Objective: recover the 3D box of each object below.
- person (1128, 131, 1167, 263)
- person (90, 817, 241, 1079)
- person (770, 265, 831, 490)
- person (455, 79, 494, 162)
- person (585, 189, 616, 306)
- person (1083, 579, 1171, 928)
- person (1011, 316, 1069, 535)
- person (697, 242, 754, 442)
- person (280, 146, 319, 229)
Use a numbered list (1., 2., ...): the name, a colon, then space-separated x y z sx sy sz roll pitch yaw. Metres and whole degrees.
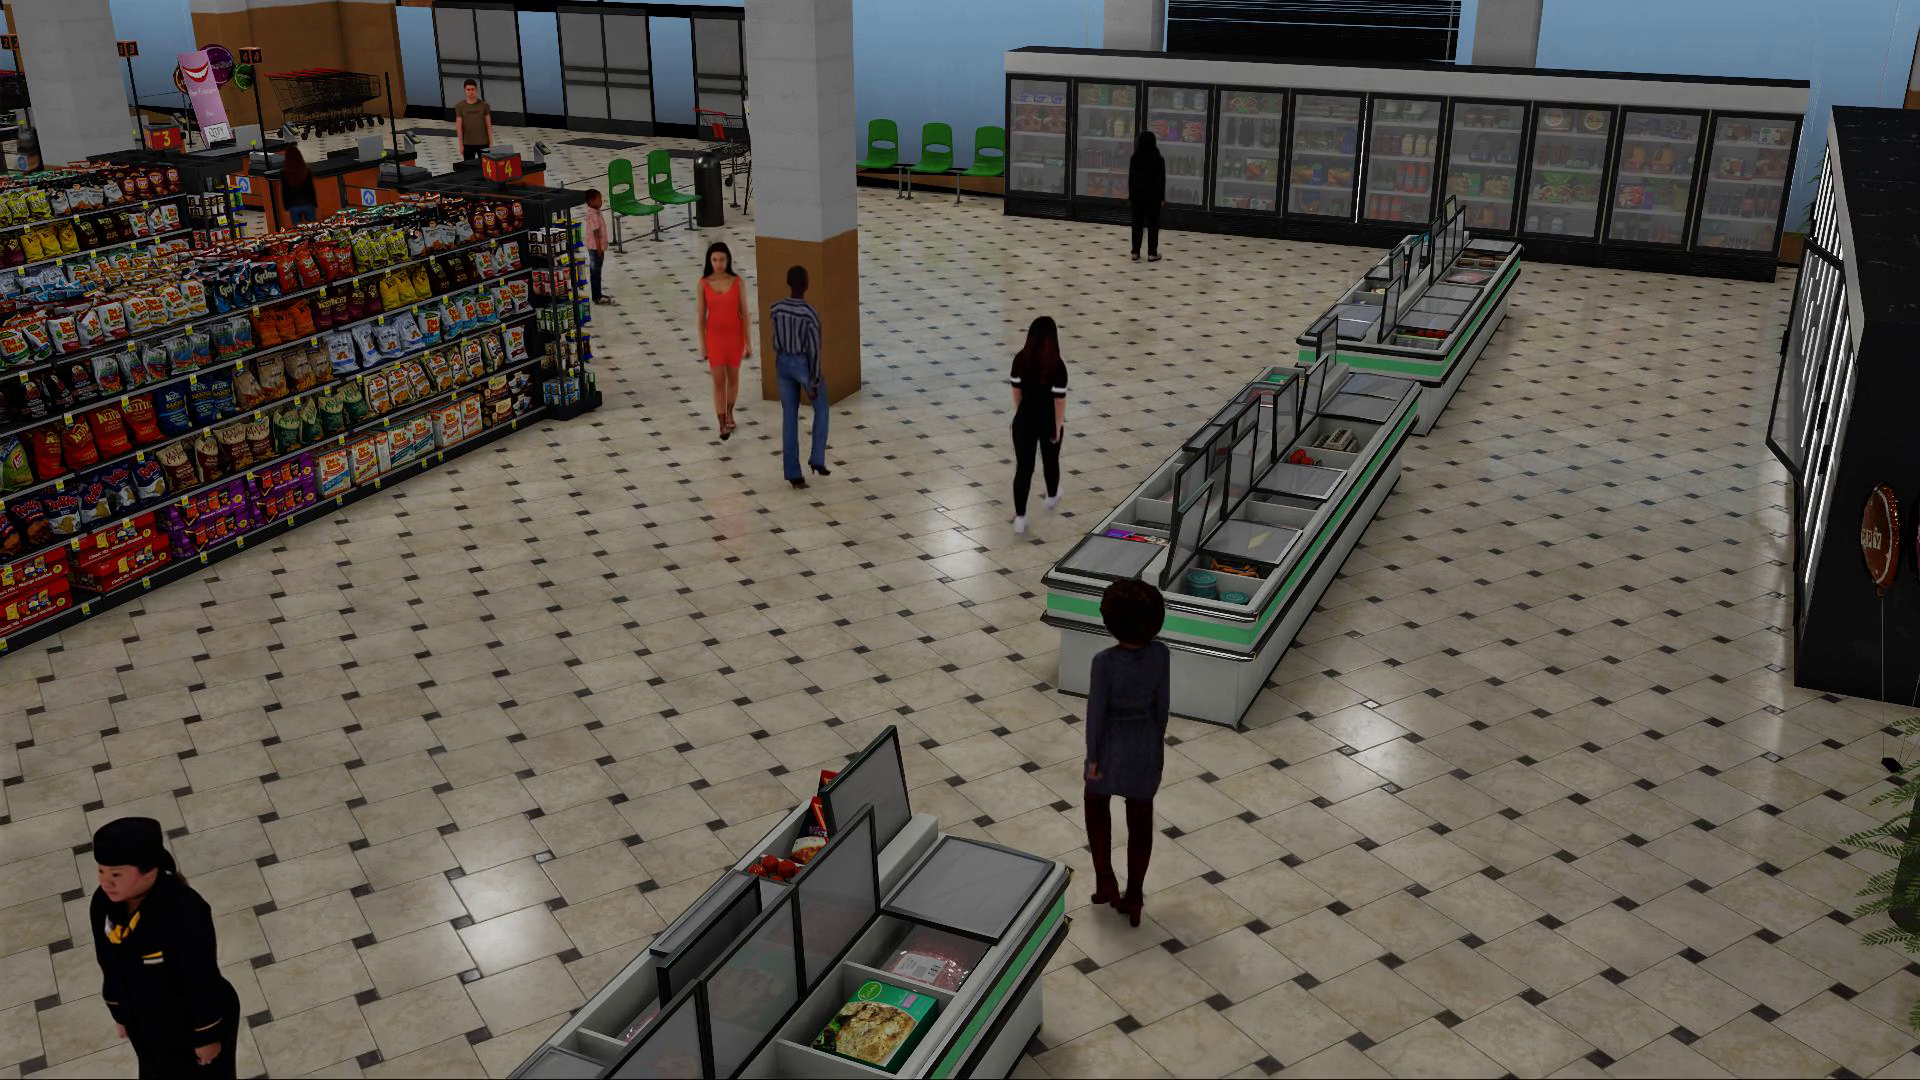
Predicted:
1. person: 2.366 -4.363 21.122 0.628 1.611 0.598 10 24 23
2. person: -2.760 1.716 5.914 0.685 1.671 0.625 8 23 20
3. person: -1.320 -1.256 13.165 0.634 1.778 0.701 8 23 20
4. person: -7.111 -5.819 24.424 0.735 1.851 0.803 -8 23 -20
5. person: -4.175 -3.360 19.032 0.640 1.307 0.575 -7 23 -16
6. person: 0.792 1.020 7.604 0.696 1.702 0.742 -4 22 -9
7. person: 0.540 -0.816 12.325 0.664 1.588 1.130 8 23 19
8. person: -2.048 -1.743 14.506 1.008 1.682 1.119 -6 23 -14
9. person: -8.284 -4.221 20.939 0.659 1.484 0.722 -8 23 -20
